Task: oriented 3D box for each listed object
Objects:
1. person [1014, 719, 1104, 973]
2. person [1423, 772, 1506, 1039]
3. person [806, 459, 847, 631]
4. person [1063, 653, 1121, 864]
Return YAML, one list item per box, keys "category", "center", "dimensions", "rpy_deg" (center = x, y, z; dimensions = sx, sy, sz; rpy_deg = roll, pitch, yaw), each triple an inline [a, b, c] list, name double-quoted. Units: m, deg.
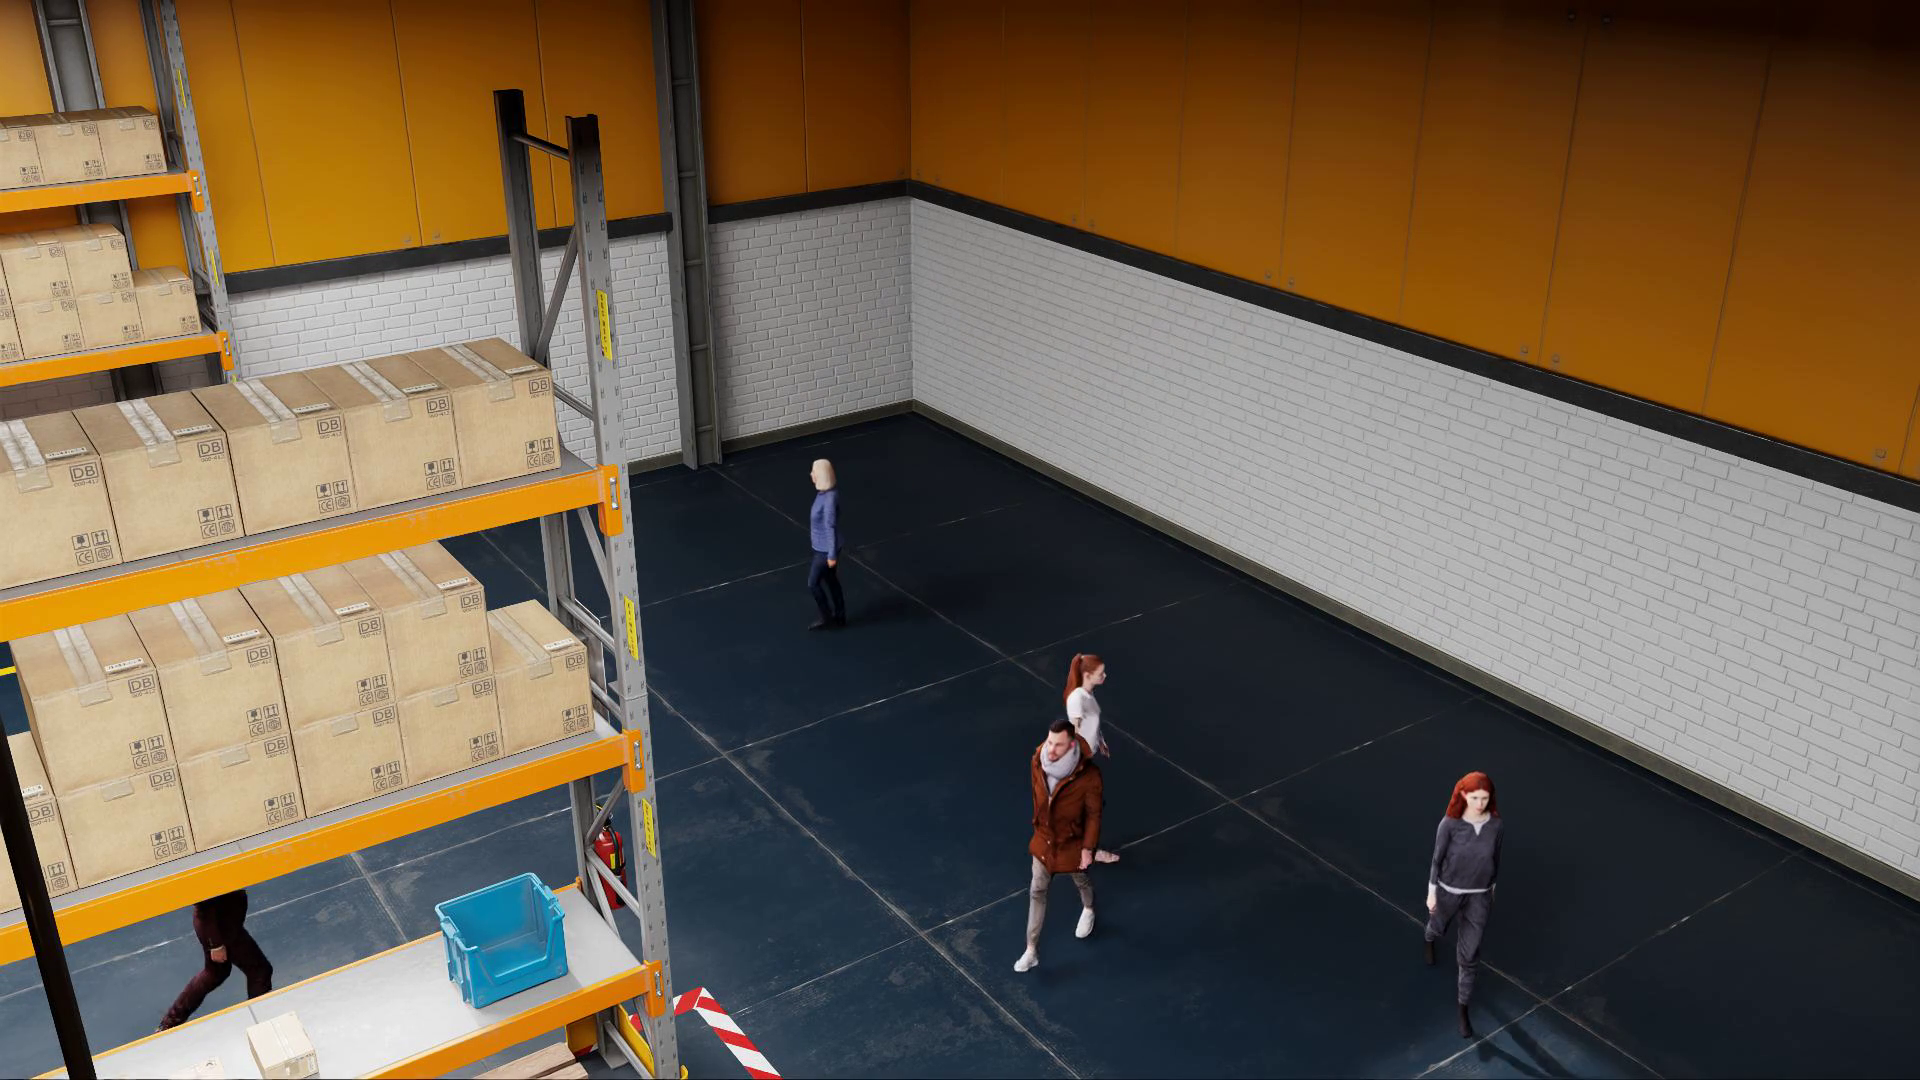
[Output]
- category: "person"
  center: [0.747, 2.004, 11.296]
  dimensions: [1.043, 1.788, 1.271]
  rpy_deg: [12, 26, 25]
- category: "person"
  center: [3.233, 2.246, 10.802]
  dimensions: [1.139, 1.741, 1.143]
  rpy_deg: [2, 24, 5]
- category: "person"
  center: [-1.182, 0.051, 15.834]
  dimensions: [0.797, 1.732, 0.778]
  rpy_deg: [-1, 24, -3]
- category: "person"
  center: [0.772, 1.609, 12.296]
  dimensions: [0.929, 1.711, 0.847]
  rpy_deg: [0, 24, 1]
